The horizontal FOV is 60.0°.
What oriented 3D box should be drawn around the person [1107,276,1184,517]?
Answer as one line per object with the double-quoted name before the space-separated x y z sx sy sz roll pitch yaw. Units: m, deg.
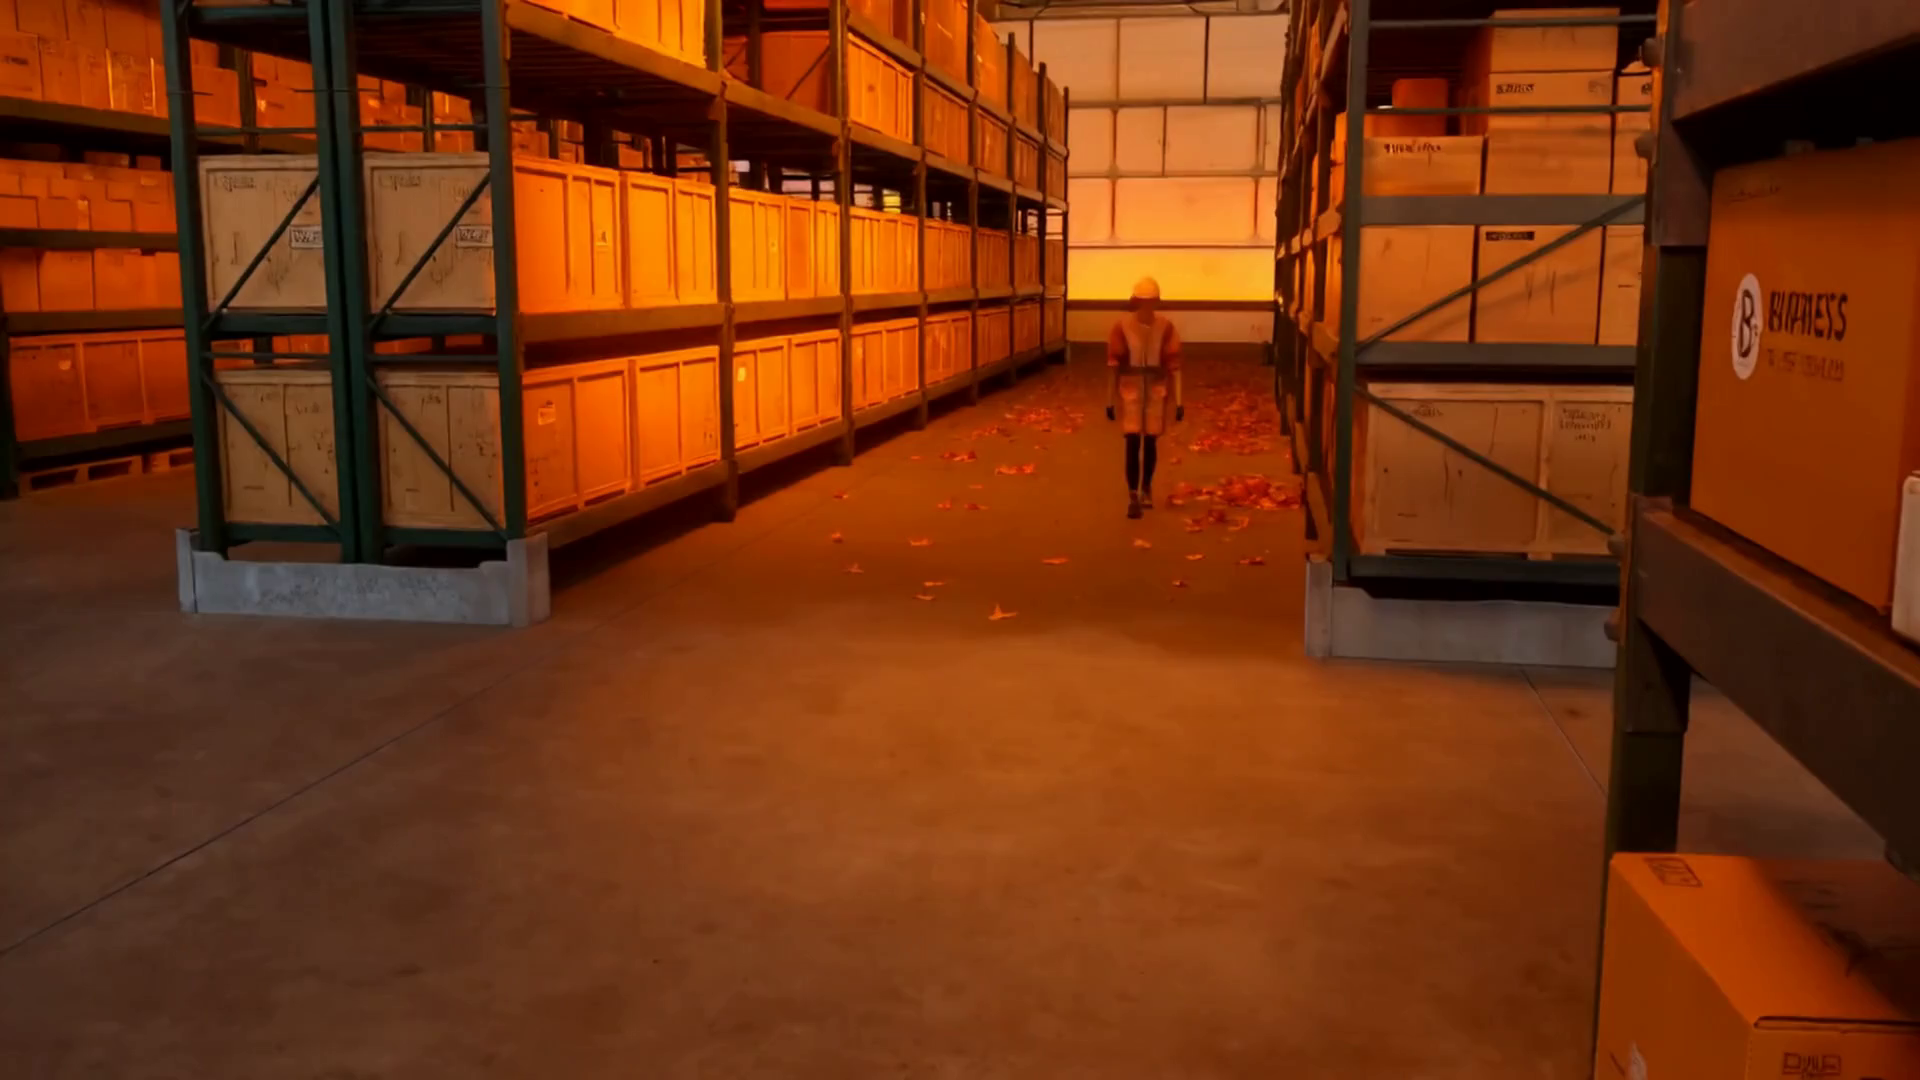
"person" 1.550 -1.198 13.911 0.634 1.982 1.080 0 9 2
